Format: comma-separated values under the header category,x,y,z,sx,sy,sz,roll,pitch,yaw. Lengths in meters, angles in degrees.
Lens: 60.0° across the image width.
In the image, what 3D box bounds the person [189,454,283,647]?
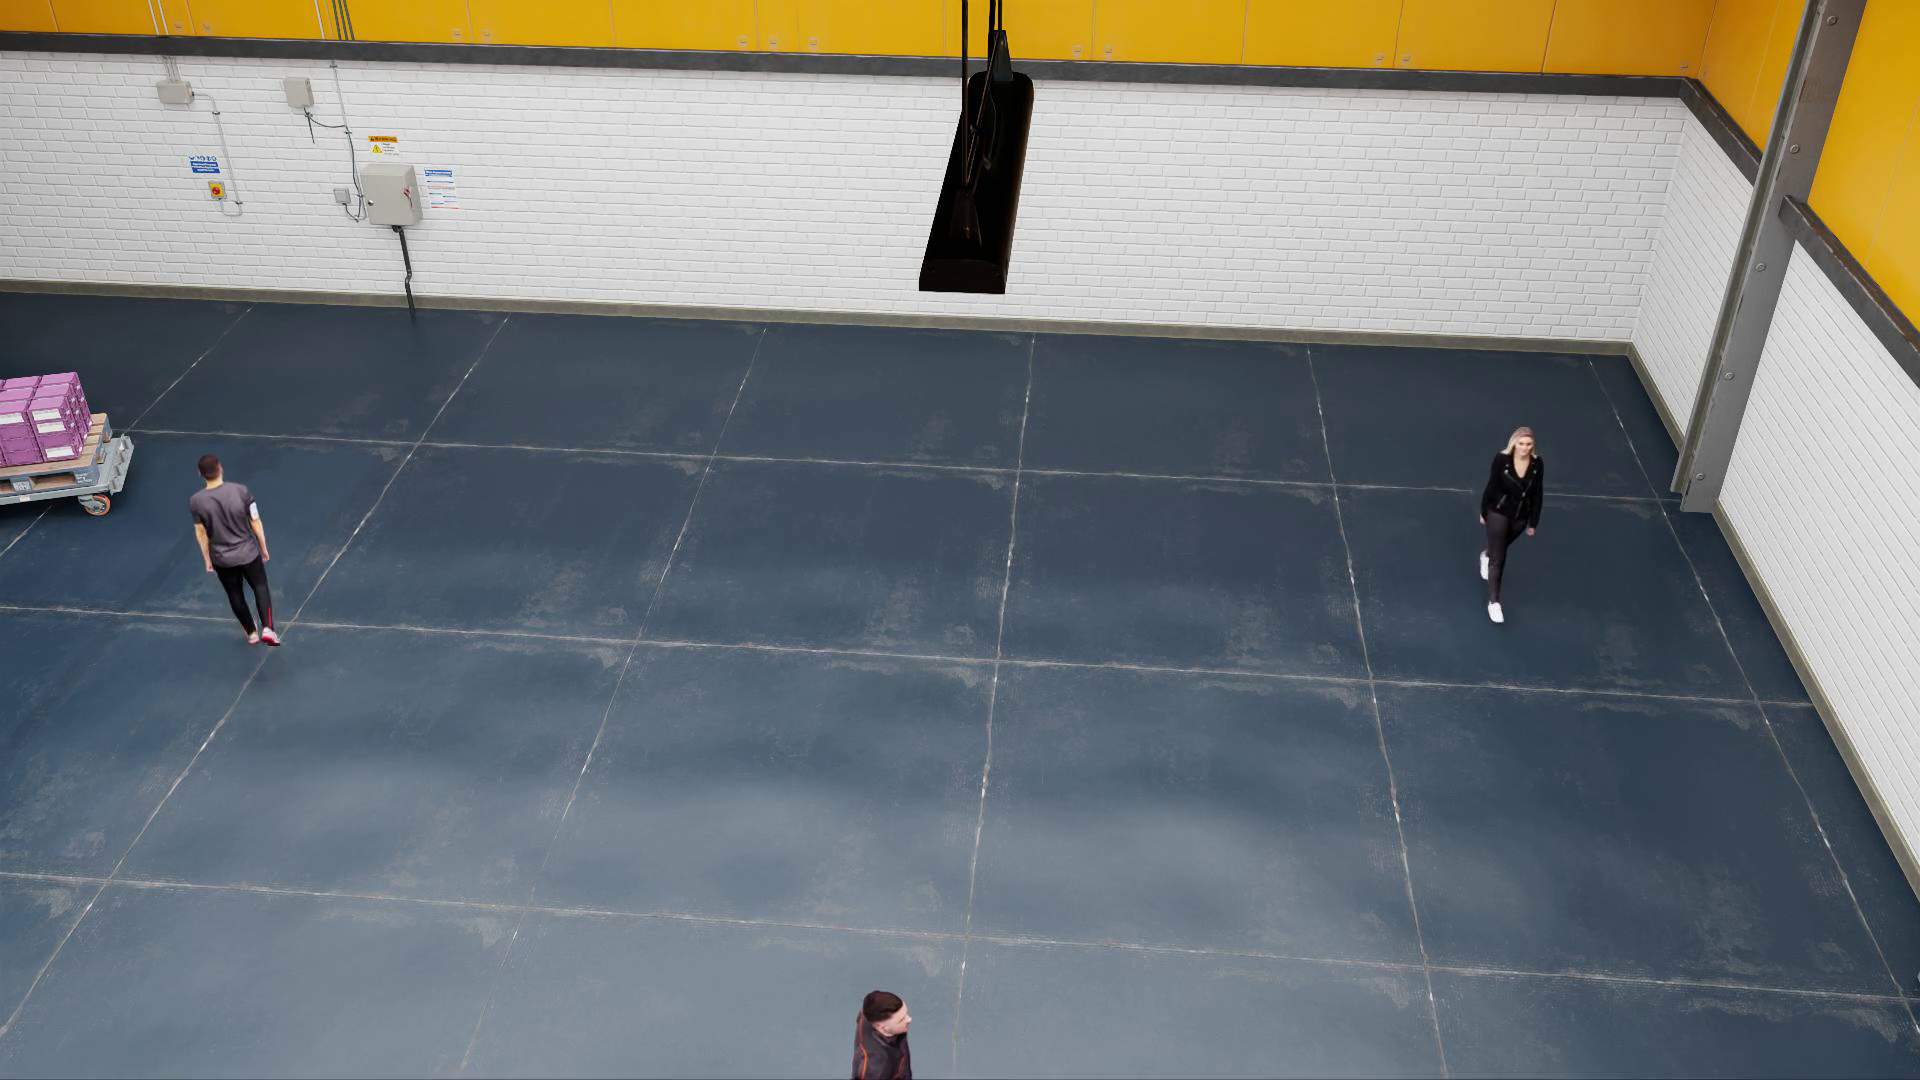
category,x,y,z,sx,sy,sz,roll,pitch,yaw
person,-5.748,0.162,13.189,0.898,1.749,1.015,-15,37,-22

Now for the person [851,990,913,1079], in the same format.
category,x,y,z,sx,sy,sz,roll,pitch,yaw
person,-0.419,3.018,8.797,0.796,1.854,0.563,-1,34,-1

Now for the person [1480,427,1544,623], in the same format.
category,x,y,z,sx,sy,sz,roll,pitch,yaw
person,4.551,-0.225,13.863,0.625,1.646,1.115,2,34,3
